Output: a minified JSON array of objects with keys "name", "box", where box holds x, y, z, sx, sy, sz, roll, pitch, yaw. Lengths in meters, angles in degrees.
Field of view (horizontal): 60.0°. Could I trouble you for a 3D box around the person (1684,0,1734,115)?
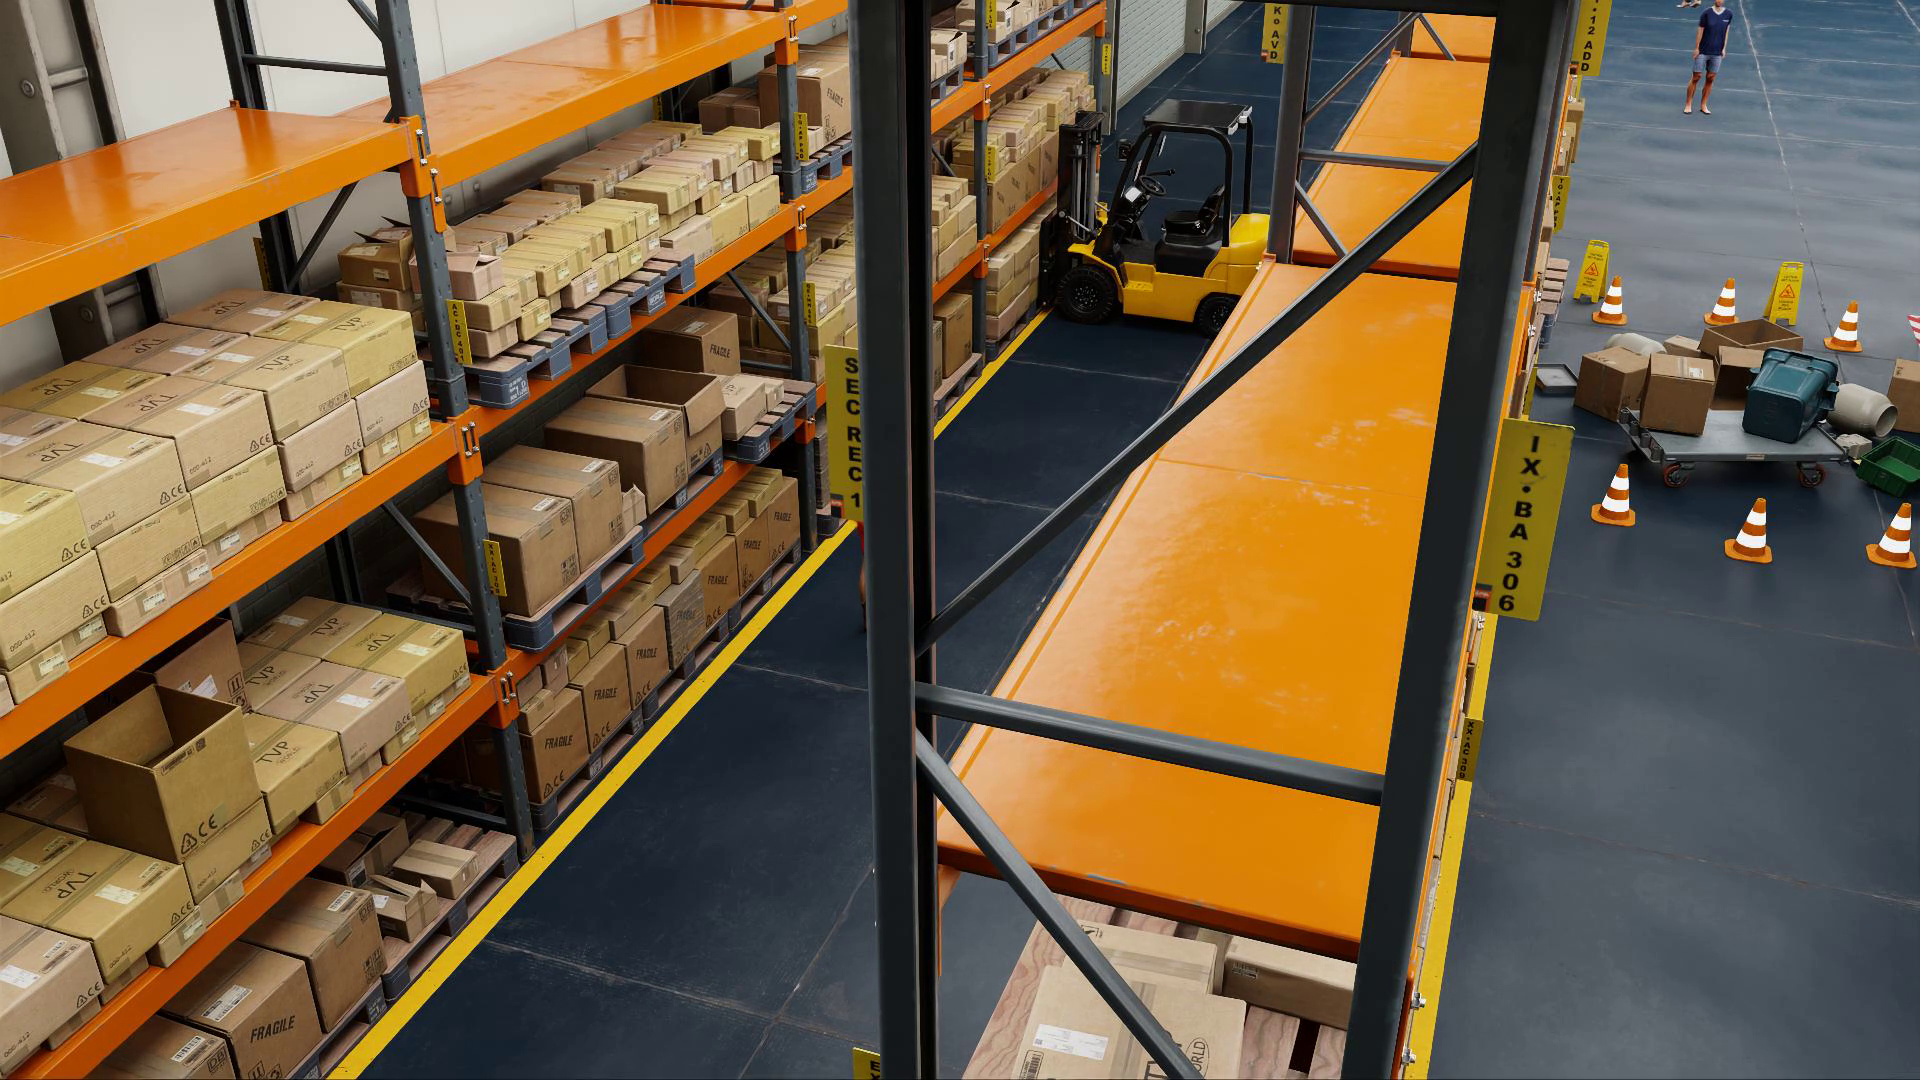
[{"name":"person","box":[11.300,-7.381,25.065,0.672,1.844,0.625,3,28,5]}]
